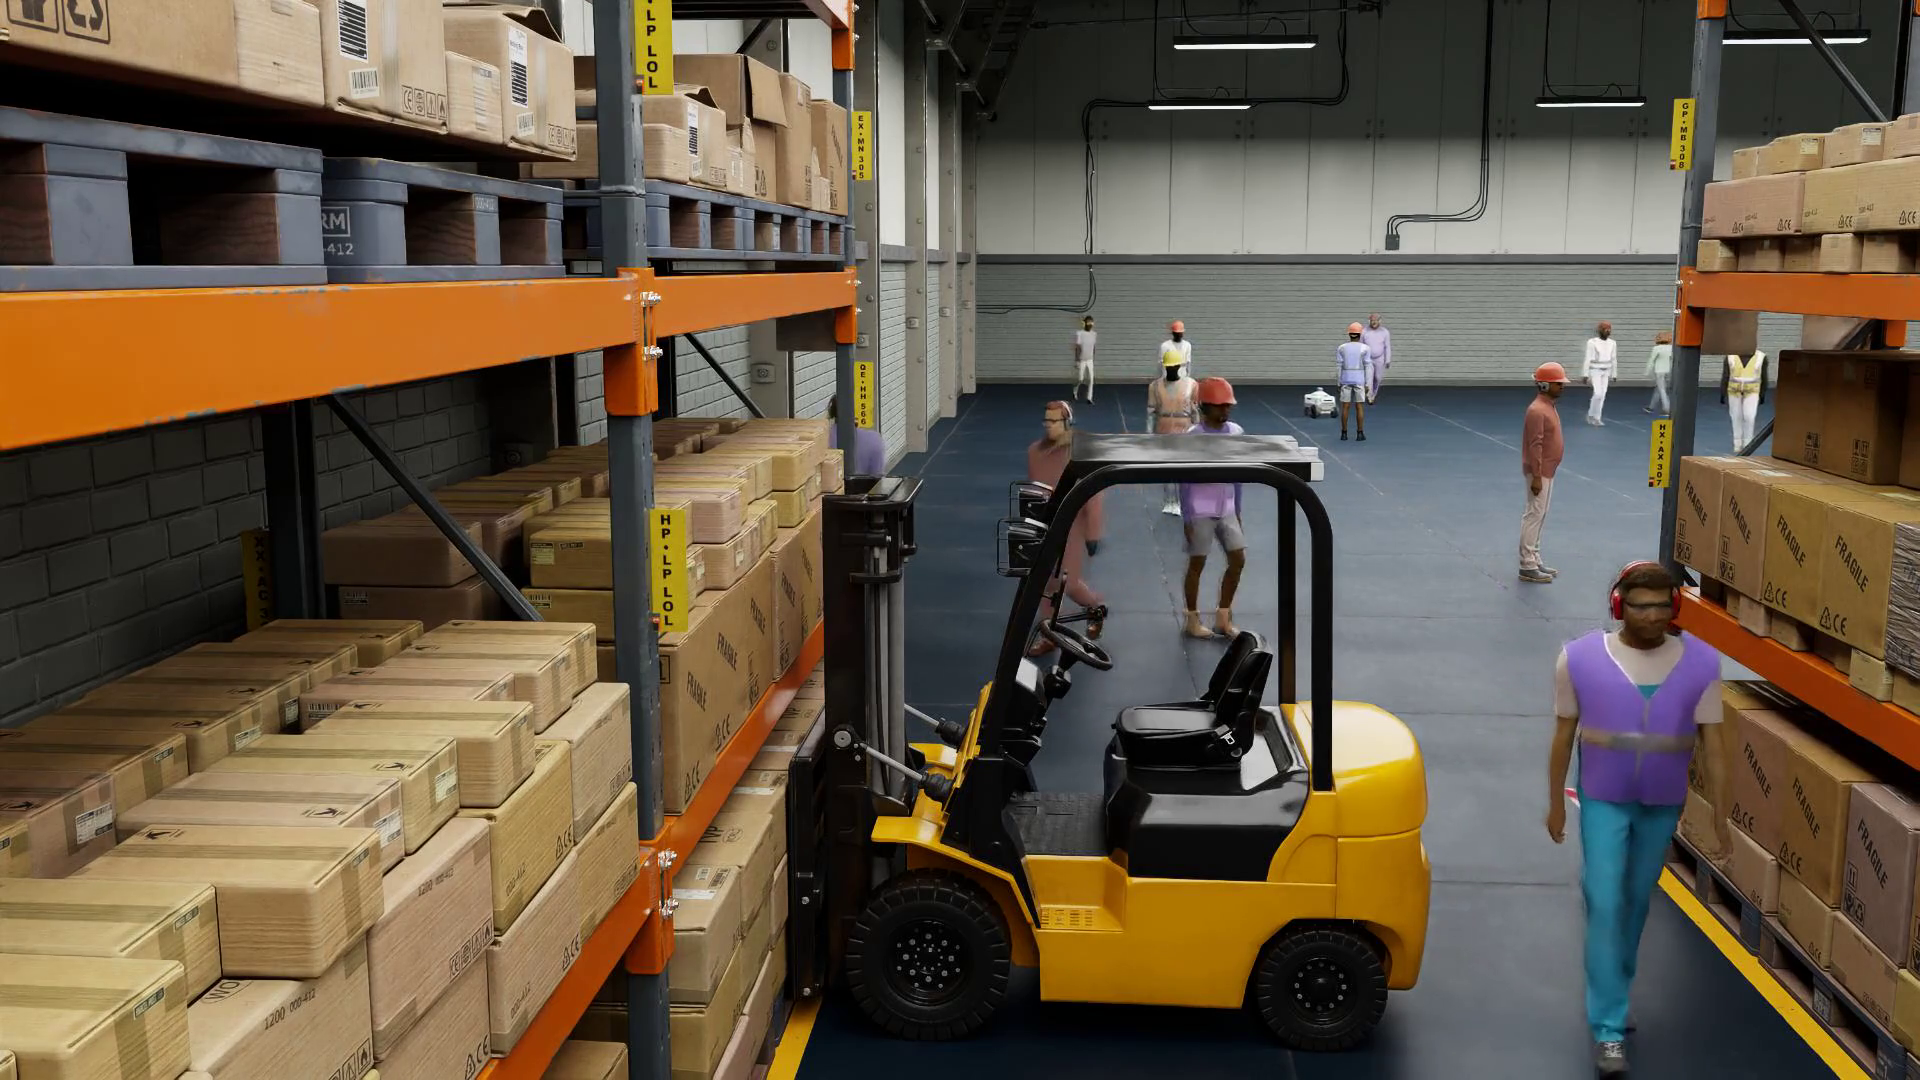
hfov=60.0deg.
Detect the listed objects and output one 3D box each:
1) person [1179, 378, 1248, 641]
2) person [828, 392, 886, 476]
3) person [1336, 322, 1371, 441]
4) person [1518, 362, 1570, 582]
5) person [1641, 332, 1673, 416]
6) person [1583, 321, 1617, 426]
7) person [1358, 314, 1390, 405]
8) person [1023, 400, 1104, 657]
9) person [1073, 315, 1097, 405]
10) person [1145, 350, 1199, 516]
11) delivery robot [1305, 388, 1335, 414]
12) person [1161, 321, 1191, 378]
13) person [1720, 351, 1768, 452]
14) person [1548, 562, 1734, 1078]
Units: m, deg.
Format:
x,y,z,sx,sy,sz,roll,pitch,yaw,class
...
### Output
x,y,z,sx,sy,sz,roll,pitch,yaw,class
1.939,-0.215,12.607,0.636,2.016,0.688,-5,11,-28,person
-0.872,-0.197,12.768,0.652,1.928,0.435,1,9,6,person
6.442,-2.590,27.247,0.546,1.939,0.375,4,10,23,person
5.316,-0.623,15.156,0.389,1.992,0.625,5,11,28,person
13.411,-3.202,31.998,0.504,1.594,0.830,-5,10,-26,person
11.444,-2.959,29.679,0.605,1.867,0.439,-3,10,-16,person
8.576,-3.760,34.512,0.648,1.881,0.844,1,9,7,person
0.756,-0.092,12.261,0.649,1.889,0.616,8,12,41,person
2.578,-3.742,34.520,0.530,1.847,0.701,-4,10,-21,person
2.409,-1.219,19.043,0.608,1.900,0.727,3,10,19,person
6.785,-2.625,31.355,0.477,0.478,0.707,-2,10,-13,delivery robot
3.729,-2.822,28.722,0.556,1.923,0.445,-2,10,-11,person
11.917,-2.216,25.350,0.647,1.814,0.759,5,11,30,person
2.447,0.985,5.960,0.595,1.803,0.906,1,9,7,person
